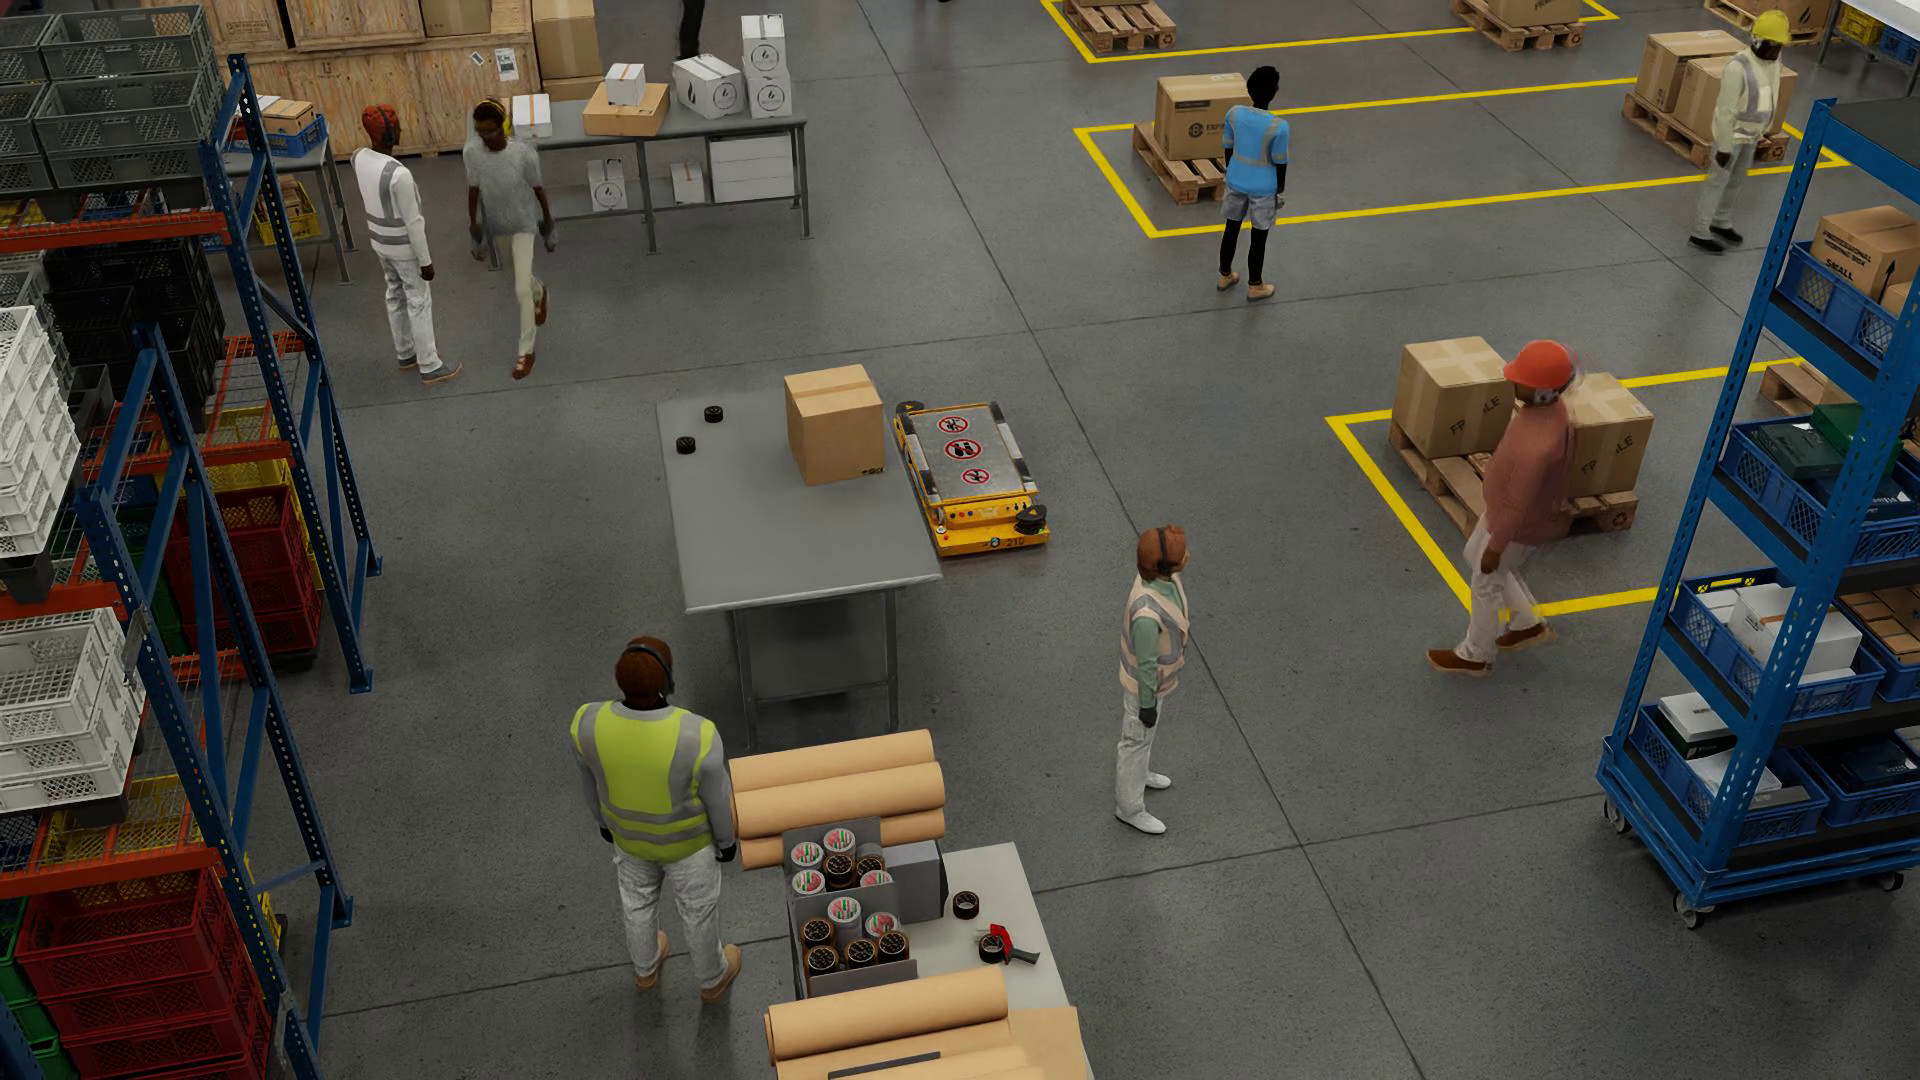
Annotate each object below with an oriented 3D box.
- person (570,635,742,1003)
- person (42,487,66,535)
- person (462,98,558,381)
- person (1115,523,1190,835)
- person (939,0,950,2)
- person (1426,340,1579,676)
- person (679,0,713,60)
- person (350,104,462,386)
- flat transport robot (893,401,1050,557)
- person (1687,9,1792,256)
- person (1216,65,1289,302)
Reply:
[{"bbox_3d":[-1.186,1.146,6.695,0.630,1.836,0.430,7,37,9],"label":"person"},{"bbox_3d":[-5.402,-0.802,9.223,0.635,1.936,0.352,24,43,29],"label":"person"},{"bbox_3d":[-2.976,-2.099,11.073,0.528,1.829,0.975,4,37,5],"label":"person"},{"bbox_3d":[0.867,0.616,7.558,0.306,1.645,0.522,7,37,9],"label":"person"},{"bbox_3d":[-0.277,-6.437,16.823,0.638,1.909,0.408,16,40,20],"label":"person"},{"bbox_3d":[2.758,-0.120,8.269,0.464,1.979,0.635,12,38,16],"label":"person"},{"bbox_3d":[-2.497,-5.246,15.252,0.368,1.883,0.751,-1,37,-1],"label":"person"},{"bbox_3d":[-3.611,-1.895,10.746,0.579,1.875,0.342,28,45,33],"label":"person"},{"bbox_3d":[0.046,-0.430,10.108,0.652,0.197,1.431,-8,37,-10],"label":"flat transport robot"},{"bbox_3d":[5.766,-3.020,12.293,0.592,1.833,0.404,-25,44,-30],"label":"person"},{"bbox_3d":[2.066,-2.502,11.704,0.535,1.700,0.318,29,45,33],"label":"person"}]
